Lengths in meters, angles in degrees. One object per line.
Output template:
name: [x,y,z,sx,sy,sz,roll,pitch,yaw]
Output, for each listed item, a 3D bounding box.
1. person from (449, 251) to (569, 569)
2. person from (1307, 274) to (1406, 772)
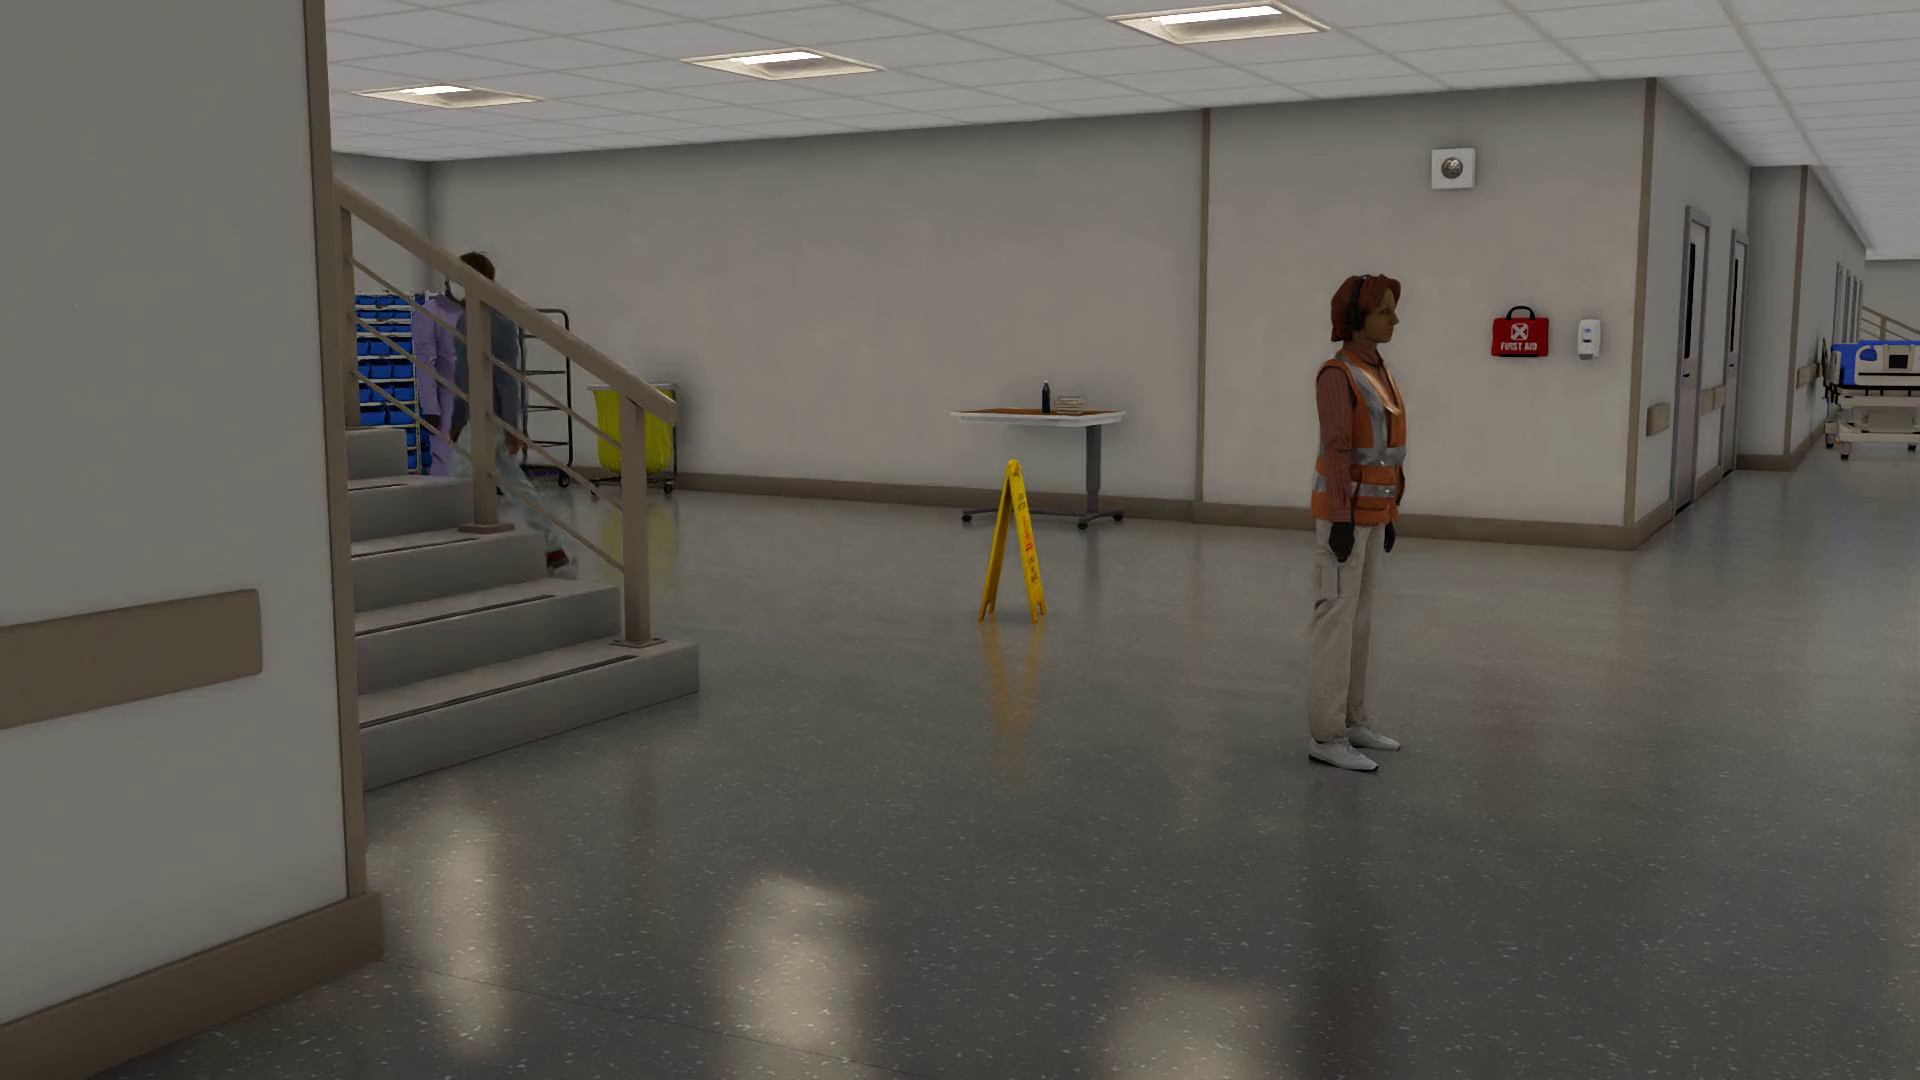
person: [-2.711,-0.699,9.537,1.007,1.894,0.650,-4,9,-30]
person: [1.330,-0.065,5.586,0.308,1.640,0.510,4,9,30]
